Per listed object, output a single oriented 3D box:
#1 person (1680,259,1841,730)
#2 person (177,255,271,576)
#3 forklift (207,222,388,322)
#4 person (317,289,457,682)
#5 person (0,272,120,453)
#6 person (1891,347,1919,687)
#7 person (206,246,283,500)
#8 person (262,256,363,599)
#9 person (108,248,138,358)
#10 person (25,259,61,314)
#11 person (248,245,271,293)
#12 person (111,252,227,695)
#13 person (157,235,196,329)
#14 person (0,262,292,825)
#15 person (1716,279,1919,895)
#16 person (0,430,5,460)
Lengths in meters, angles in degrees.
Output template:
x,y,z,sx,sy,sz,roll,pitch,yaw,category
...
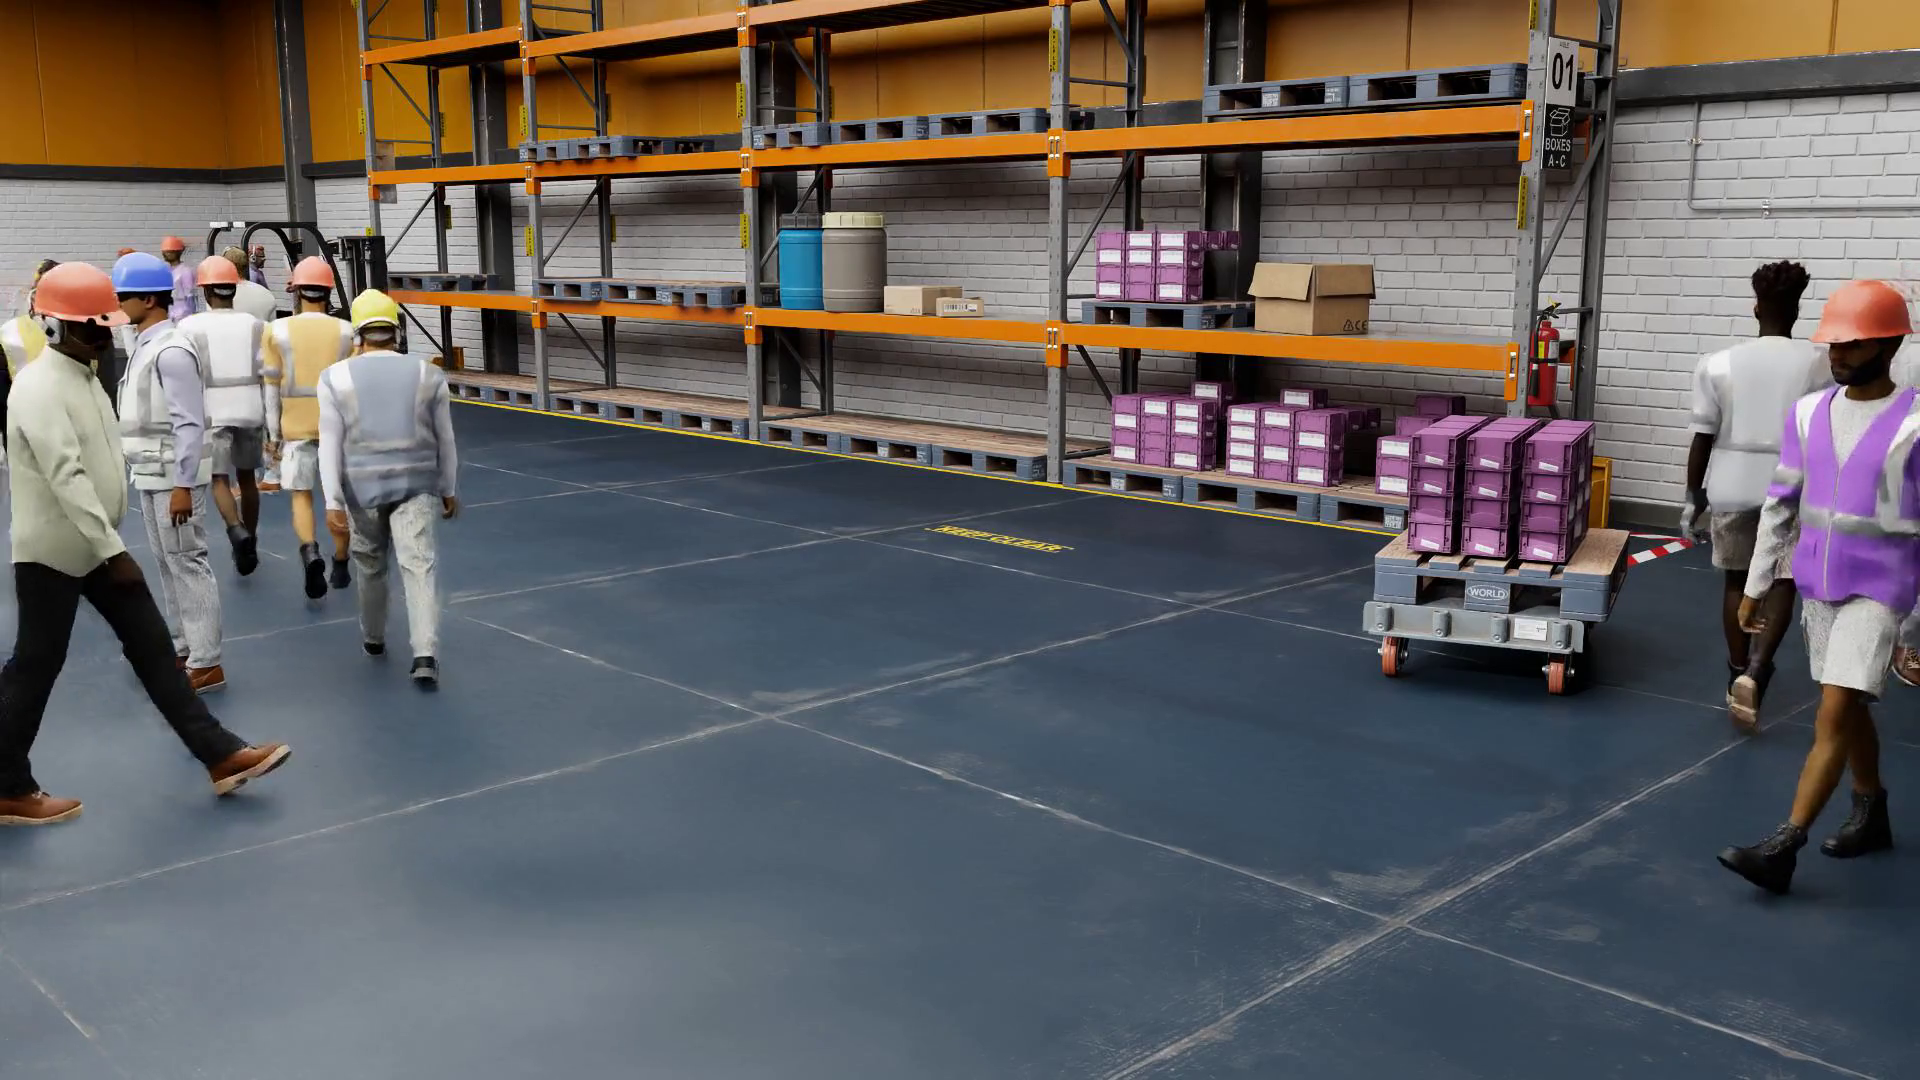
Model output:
x,y,z,sx,sy,sz,roll,pitch,yaw,category
3.325,-0.186,6.892,0.621,1.934,0.884,6,12,31,person
-4.353,-0.737,9.953,0.550,1.911,0.839,-8,13,-37,person
-8.169,-2.758,20.163,2.313,2.155,1.214,-10,14,-44,forklift
-2.617,-0.248,7.639,0.604,1.783,0.954,-5,12,-25,person
-5.125,-0.614,9.502,0.664,1.821,0.536,-5,11,-24,person
4.383,-0.239,7.350,0.560,1.855,0.393,-4,11,-22,person
-5.492,-1.275,12.773,0.354,1.937,0.635,4,11,20,person
-3.576,-0.622,9.304,0.544,1.913,0.775,-5,11,-24,person
-9.983,-2.569,20.048,0.615,1.854,0.758,-2,11,-11,person
-7.551,-1.451,14.045,0.518,1.833,0.935,-7,13,-35,person
-8.920,-2.788,21.142,0.404,1.900,0.641,-5,12,-26,person
-3.495,-0.279,7.319,0.395,1.945,0.618,-8,13,-37,person
-9.948,-2.885,21.319,0.619,2.028,0.763,9,14,41,person
-2.923,0.029,5.710,1.016,1.925,0.593,-1,10,-5,person
2.724,0.144,5.190,0.983,1.882,0.573,-5,12,-26,person
-8.583,-1.468,14.396,0.506,1.728,0.409,-2,11,-11,person
